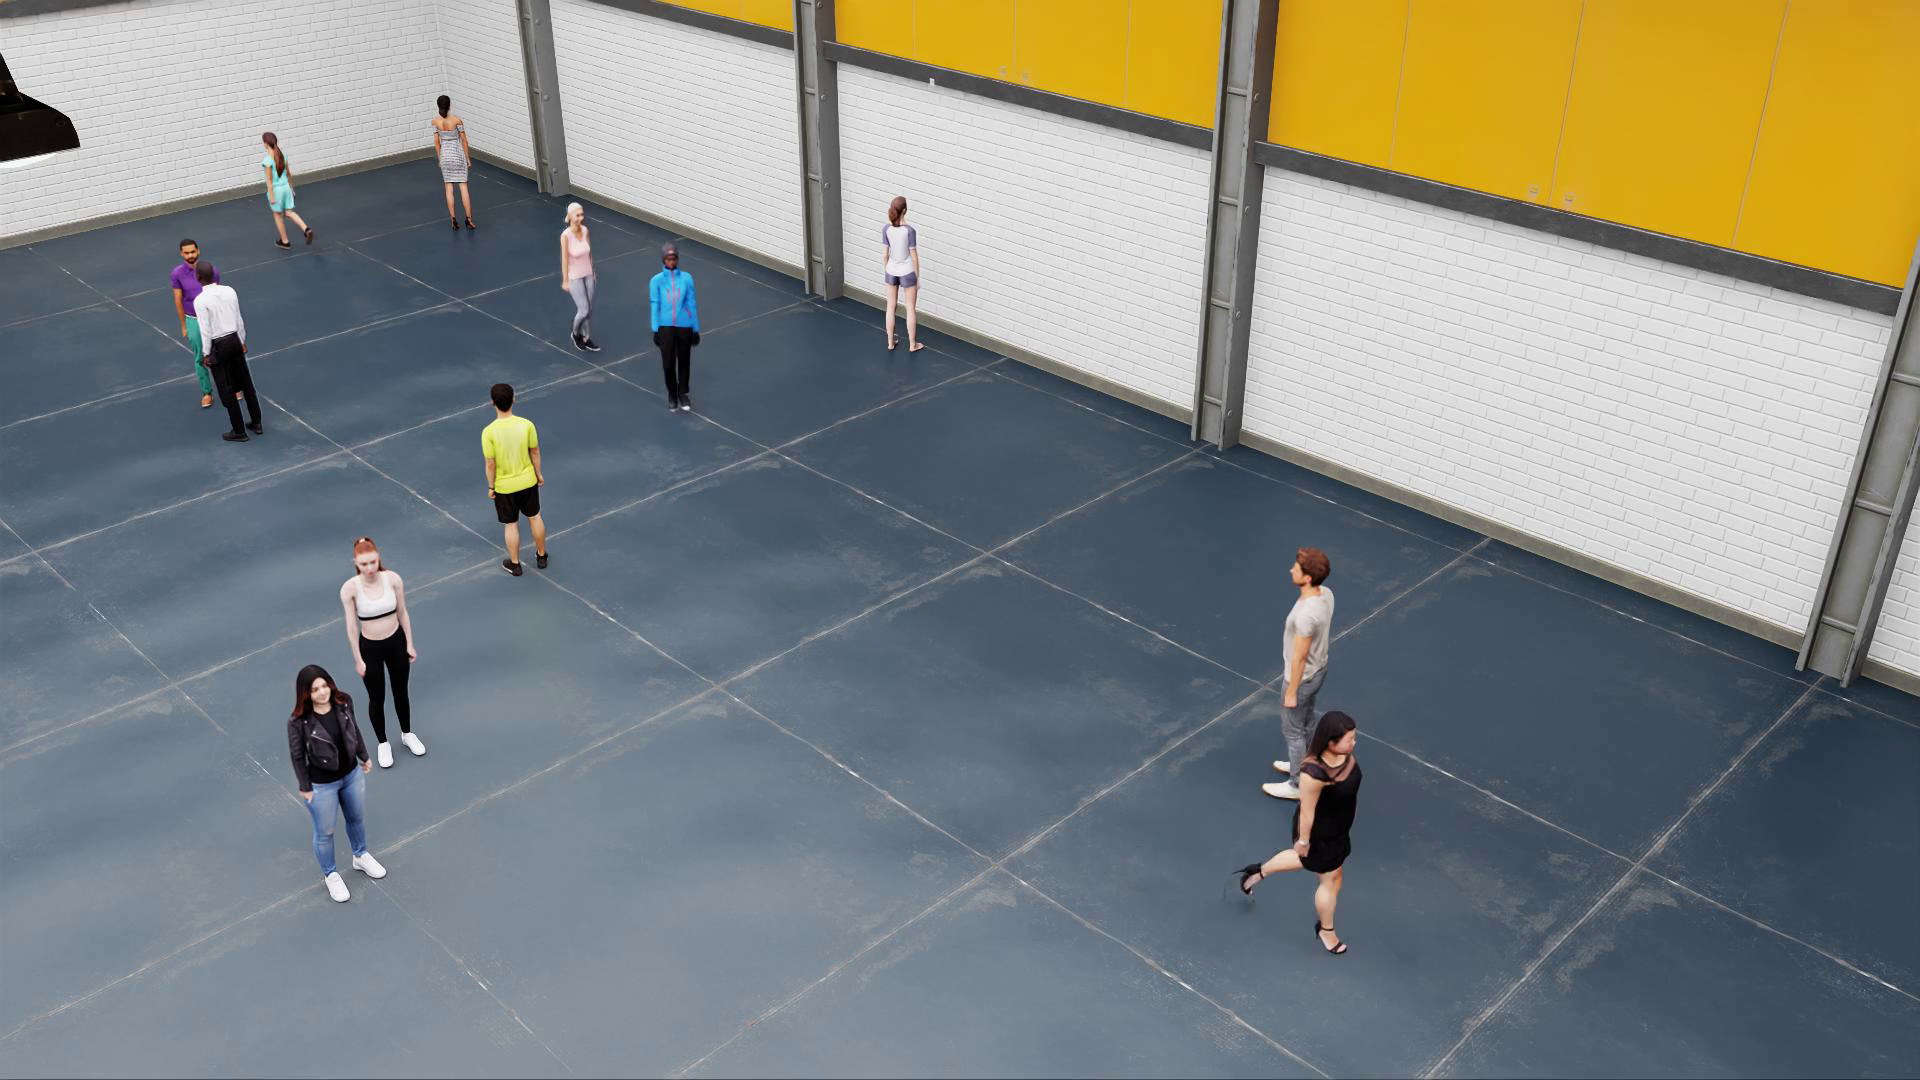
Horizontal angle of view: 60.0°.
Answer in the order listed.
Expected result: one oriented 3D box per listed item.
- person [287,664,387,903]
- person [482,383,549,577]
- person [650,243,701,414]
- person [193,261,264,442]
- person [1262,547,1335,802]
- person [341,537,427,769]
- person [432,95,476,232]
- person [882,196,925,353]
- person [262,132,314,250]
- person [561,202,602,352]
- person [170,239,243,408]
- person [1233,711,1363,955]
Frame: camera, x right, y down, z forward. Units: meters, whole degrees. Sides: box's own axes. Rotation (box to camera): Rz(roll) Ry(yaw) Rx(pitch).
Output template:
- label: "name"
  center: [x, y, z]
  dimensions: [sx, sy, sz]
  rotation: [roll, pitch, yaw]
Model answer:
- label: "person"
  center: [-3.956, 1.497, 10.489]
  dimensions: [0.587, 1.633, 0.660]
  rotation: [21, 35, 33]
- label: "person"
  center: [-3.777, -0.518, 14.106]
  dimensions: [0.676, 1.708, 0.604]
  rotation: [-16, 32, -26]
- label: "person"
  center: [-2.947, -2.211, 17.129]
  dimensions: [0.723, 1.785, 0.727]
  rotation: [-9, 30, -16]
- label: "person"
  center: [-7.278, -1.874, 16.459]
  dimensions: [0.640, 1.834, 0.704]
  rotation: [14, 32, 25]
- label: "person"
  center: [2.346, 0.907, 11.302]
  dimensions: [0.674, 1.892, 0.726]
  rotation: [13, 31, 22]
- label: "person"
  center: [-4.065, 0.771, 11.708]
  dimensions: [0.625, 1.740, 0.584]
  rotation: [-18, 33, -29]
- label: "person"
  center: [-6.799, -5.061, 22.314]
  dimensions: [0.674, 1.823, 0.729]
  rotation: [-1, 29, -2]
- label: "person"
  center: [-0.661, -2.963, 18.526]
  dimensions: [0.627, 1.767, 0.729]
  rotation: [10, 30, 18]
- label: "person"
  center: [-8.784, -4.519, 21.607]
  dimensions: [0.926, 1.547, 0.712]
  rotation: [13, 31, 23]
- label: "person"
  center: [-4.286, -2.928, 18.518]
  dimensions: [0.651, 1.713, 0.606]
  rotation: [20, 34, 31]
- label: "person"
  center: [-7.844, -2.276, 17.266]
  dimensions: [0.685, 1.767, 0.650]
  rotation: [-16, 32, -27]
- label: "person"
  center: [2.096, 1.711, 10.035]
  dimensions: [1.100, 1.692, 0.857]
  rotation: [14, 32, 24]
